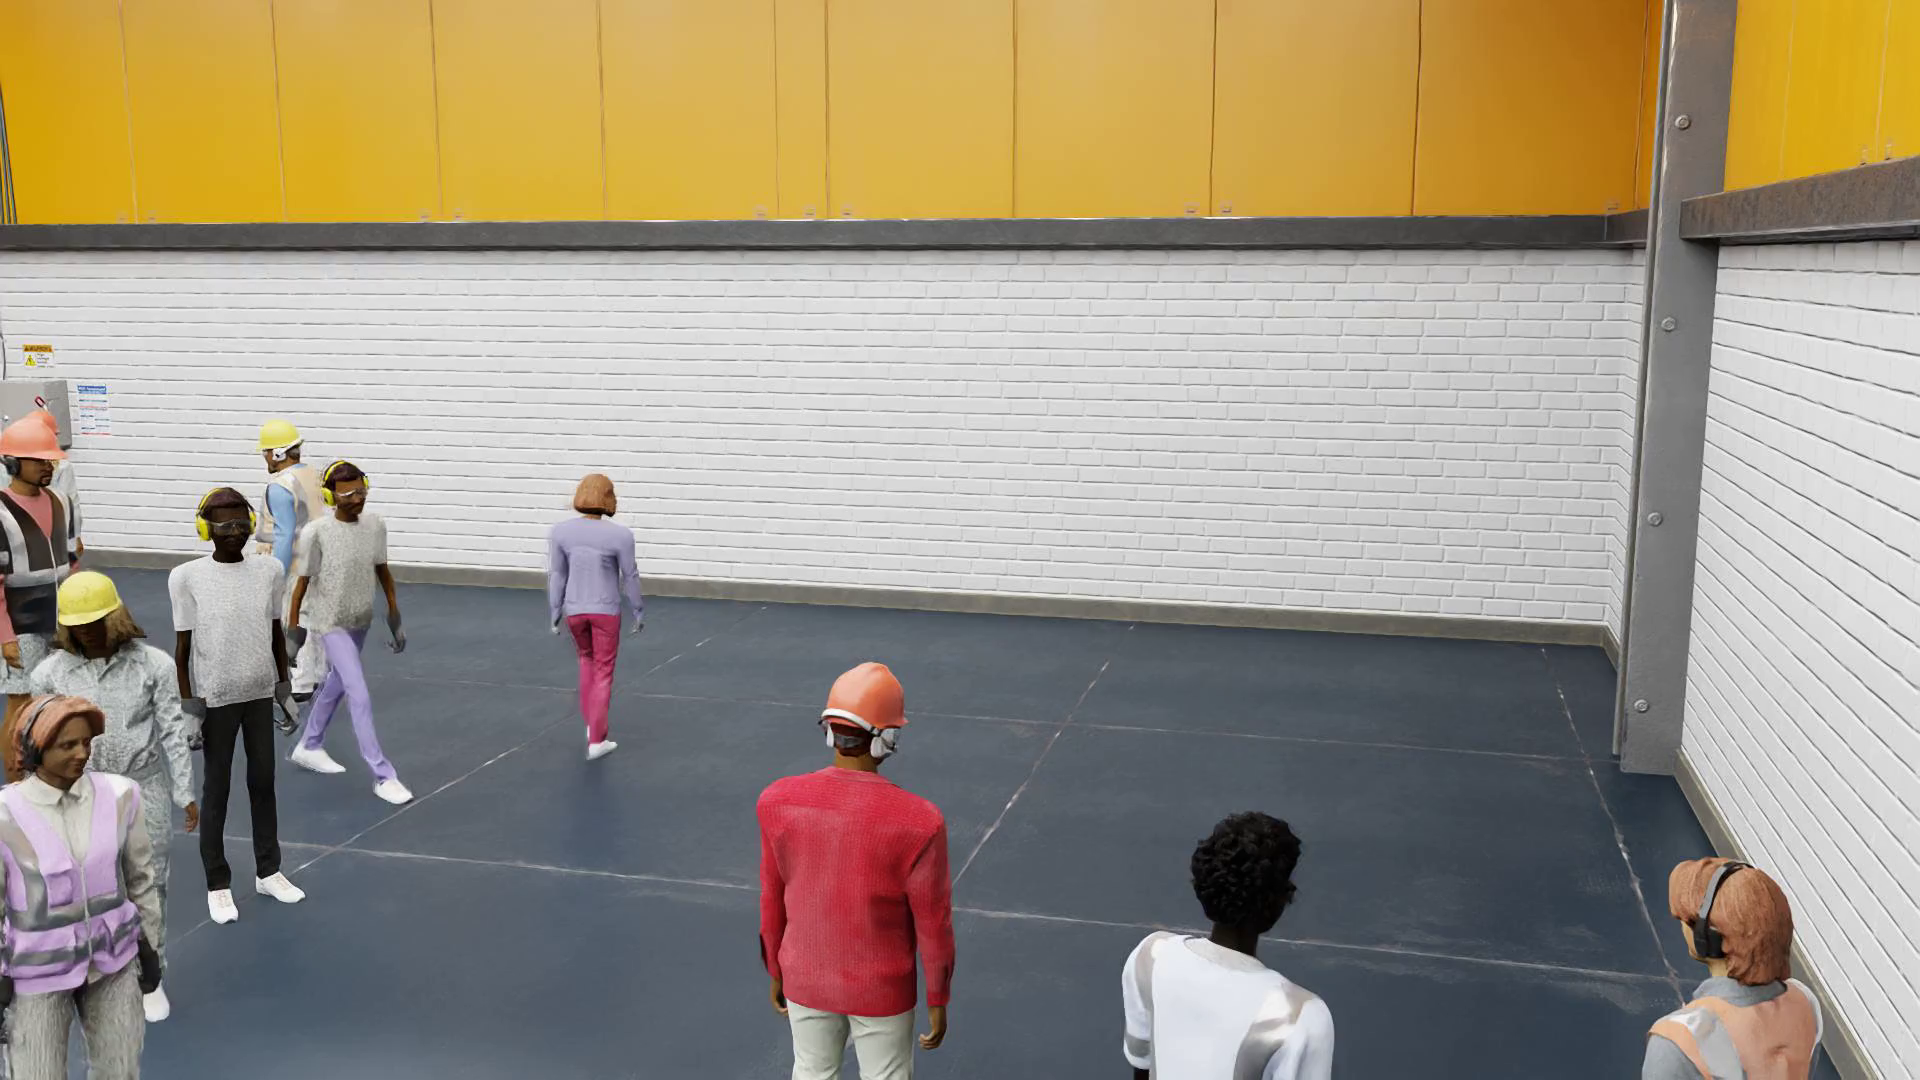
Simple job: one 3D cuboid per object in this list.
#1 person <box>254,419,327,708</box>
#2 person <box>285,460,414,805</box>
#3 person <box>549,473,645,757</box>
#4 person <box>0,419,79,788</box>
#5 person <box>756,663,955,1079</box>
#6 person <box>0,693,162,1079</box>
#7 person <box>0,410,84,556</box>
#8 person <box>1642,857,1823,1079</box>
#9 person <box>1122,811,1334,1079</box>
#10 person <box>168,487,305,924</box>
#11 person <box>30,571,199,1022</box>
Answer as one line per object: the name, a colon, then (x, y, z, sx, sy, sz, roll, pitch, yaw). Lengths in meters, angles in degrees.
person: (-4.238, 0.145, 10.545, 0.403, 1.829, 0.588, 0, 10, -1)
person: (-3.274, 0.452, 8.849, 1.016, 1.804, 0.599, 6, 11, 31)
person: (-2.063, 0.413, 9.580, 0.518, 1.614, 0.561, 2, 10, 13)
person: (-4.642, 0.408, 8.394, 0.401, 2.040, 0.610, 3, 10, 15)
person: (-0.278, 1.197, 4.617, 0.573, 1.738, 0.351, 3, 10, 18)
person: (-2.561, 1.224, 4.761, 0.548, 1.621, 0.533, 7, 12, 35)
person: (-6.576, -0.061, 11.984, 0.573, 1.746, 0.346, 1, 10, 6)
person: (1.562, 1.454, 3.426, 0.508, 1.632, 0.316, -7, 12, -34)
person: (0.563, 1.403, 3.550, 0.319, 1.691, 0.539, -9, 13, -41)
person: (-3.114, 0.695, 7.183, 0.328, 1.872, 0.511, 8, 13, 41)
person: (-3.085, 0.953, 6.108, 0.505, 1.724, 0.400, -5, 11, -29)
